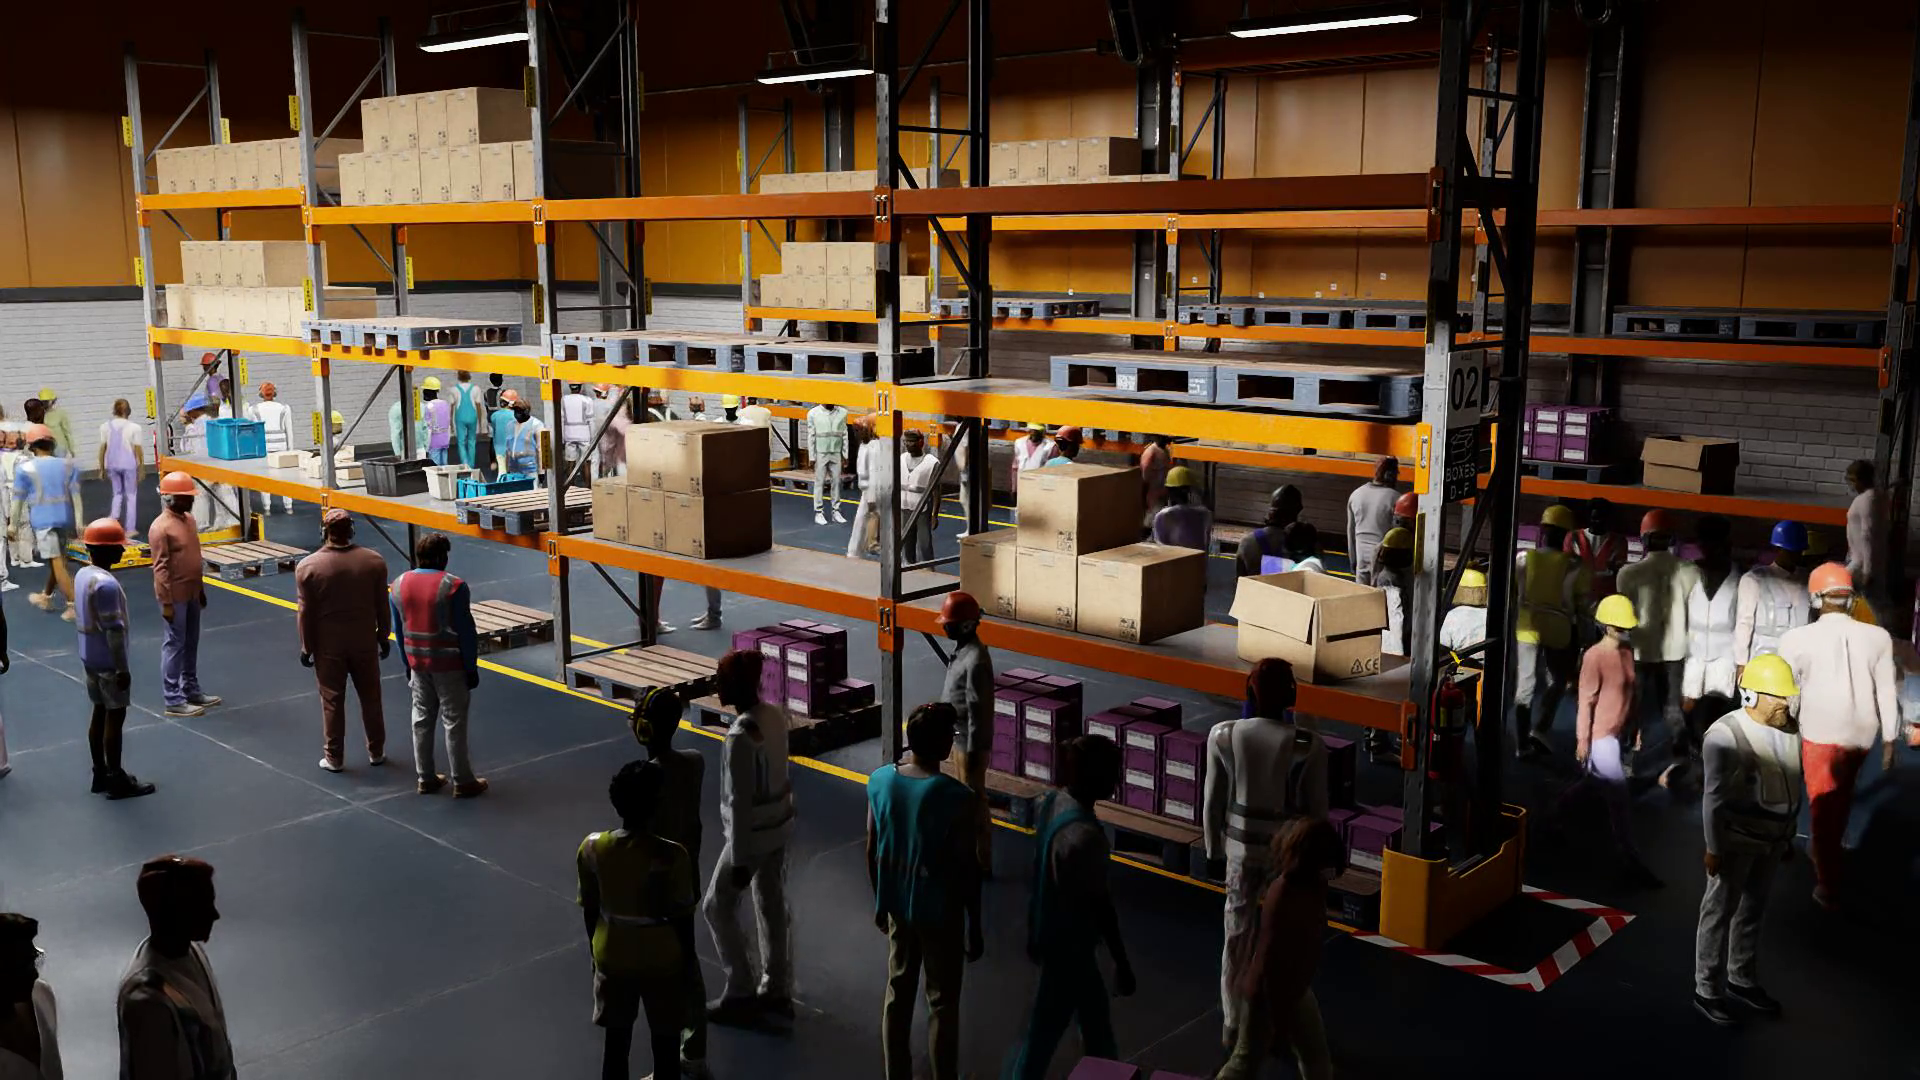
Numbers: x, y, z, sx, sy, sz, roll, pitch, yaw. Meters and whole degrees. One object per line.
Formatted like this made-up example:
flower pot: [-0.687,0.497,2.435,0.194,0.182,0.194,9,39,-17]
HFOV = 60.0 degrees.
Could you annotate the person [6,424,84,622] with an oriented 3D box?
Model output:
person: [-9.241,-0.175,16.837,1.043,1.987,0.622,6,12,29]

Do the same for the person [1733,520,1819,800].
person: [5.556,0.820,11.314,0.614,1.947,0.388,-2,10,-9]

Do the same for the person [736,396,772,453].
person: [-3.013,-1.369,24.238,0.563,1.753,0.327,-5,11,-25]

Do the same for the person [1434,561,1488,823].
person: [3.326,1.000,10.910,0.486,1.737,0.314,-1,10,-4]

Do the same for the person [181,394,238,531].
person: [-9.748,-0.923,21.318,0.914,1.885,0.677,-5,11,-26]

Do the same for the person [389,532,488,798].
person: [-3.567,0.855,11.424,0.627,1.844,0.429,3,11,18]

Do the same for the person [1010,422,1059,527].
person: [0.893,-0.620,19.850,0.611,1.810,0.403,5,11,25]

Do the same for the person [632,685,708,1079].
person: [-1.323,1.555,7.383,0.328,1.872,0.513,4,11,24]

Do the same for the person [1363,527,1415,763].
person: [3.178,0.766,12.236,0.320,1.737,0.487,1,10,3]

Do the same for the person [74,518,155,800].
person: [-5.828,0.806,11.431,0.552,1.932,0.377,9,14,43]

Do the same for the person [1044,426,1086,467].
person: [1.065,-0.145,16.539,0.404,2.035,0.606,-6,12,-29]

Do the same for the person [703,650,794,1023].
person: [-1.051,1.430,8.105,0.497,1.868,0.643,3,11,19]

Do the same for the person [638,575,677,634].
person: [-3.006,-0.023,16.210,0.401,1.908,0.597,-6,11,-29]

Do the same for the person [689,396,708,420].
person: [-3.748,-1.246,23.867,0.312,1.642,0.512,-5,11,-26]

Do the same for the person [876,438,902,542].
person: [-0.922,-0.915,21.212,0.387,1.924,0.548,9,13,41]

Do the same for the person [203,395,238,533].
person: [-9.708,-0.976,21.772,0.507,1.842,0.339,7,12,33]

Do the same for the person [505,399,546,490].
person: [-5.590,-0.903,21.397,0.632,1.836,0.429,5,11,28]

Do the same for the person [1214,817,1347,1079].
person: [1.297,1.834,6.606,0.878,1.582,0.533,8,13,37]

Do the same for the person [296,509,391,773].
person: [-4.439,0.720,12.002,0.651,1.907,0.409,-7,12,-33]

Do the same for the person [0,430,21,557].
person: [-11.302,-0.490,19.625,0.528,1.631,0.315,-2,10,-13]

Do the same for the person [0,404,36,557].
person: [-11.721,-0.738,20.252,0.989,1.894,0.631,3,10,17]

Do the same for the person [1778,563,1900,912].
person: [5.045,1.105,9.713,0.645,1.936,1.004,1,10,8]

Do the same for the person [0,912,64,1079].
person: [-2.891,1.993,5.015,0.388,1.837,0.566,0,10,-1]

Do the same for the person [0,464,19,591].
person: [-10.661,-0.301,18.268,0.486,1.736,0.361,1,10,3]

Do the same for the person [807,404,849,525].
person: [-1.801,-1.170,22.679,0.590,1.912,0.391,-5,11,-28]

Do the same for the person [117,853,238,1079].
person: [-2.492,1.910,5.358,0.362,1.879,0.584,-3,10,-15]

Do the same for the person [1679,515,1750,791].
person: [5.255,0.753,11.715,0.638,1.941,0.659,5,11,26]

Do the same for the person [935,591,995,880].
person: [0.024,1.163,9.959,0.351,1.743,0.568,-2,10,-10]

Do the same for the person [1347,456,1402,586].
person: [3.803,0.189,15.028,0.401,1.901,0.642,-7,12,-35]

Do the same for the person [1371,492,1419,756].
person: [3.304,0.619,12.357,0.616,1.986,0.407,-6,12,-31]

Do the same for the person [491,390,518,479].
person: [-6.436,-1.282,23.796,0.576,1.737,0.354,6,12,32]

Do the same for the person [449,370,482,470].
person: [-8.106,-1.942,27.300,0.512,1.826,0.725,-4,11,-21]

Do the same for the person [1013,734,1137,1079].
person: [0.563,1.671,6.907,0.895,1.800,0.529,-3,10,-15]
